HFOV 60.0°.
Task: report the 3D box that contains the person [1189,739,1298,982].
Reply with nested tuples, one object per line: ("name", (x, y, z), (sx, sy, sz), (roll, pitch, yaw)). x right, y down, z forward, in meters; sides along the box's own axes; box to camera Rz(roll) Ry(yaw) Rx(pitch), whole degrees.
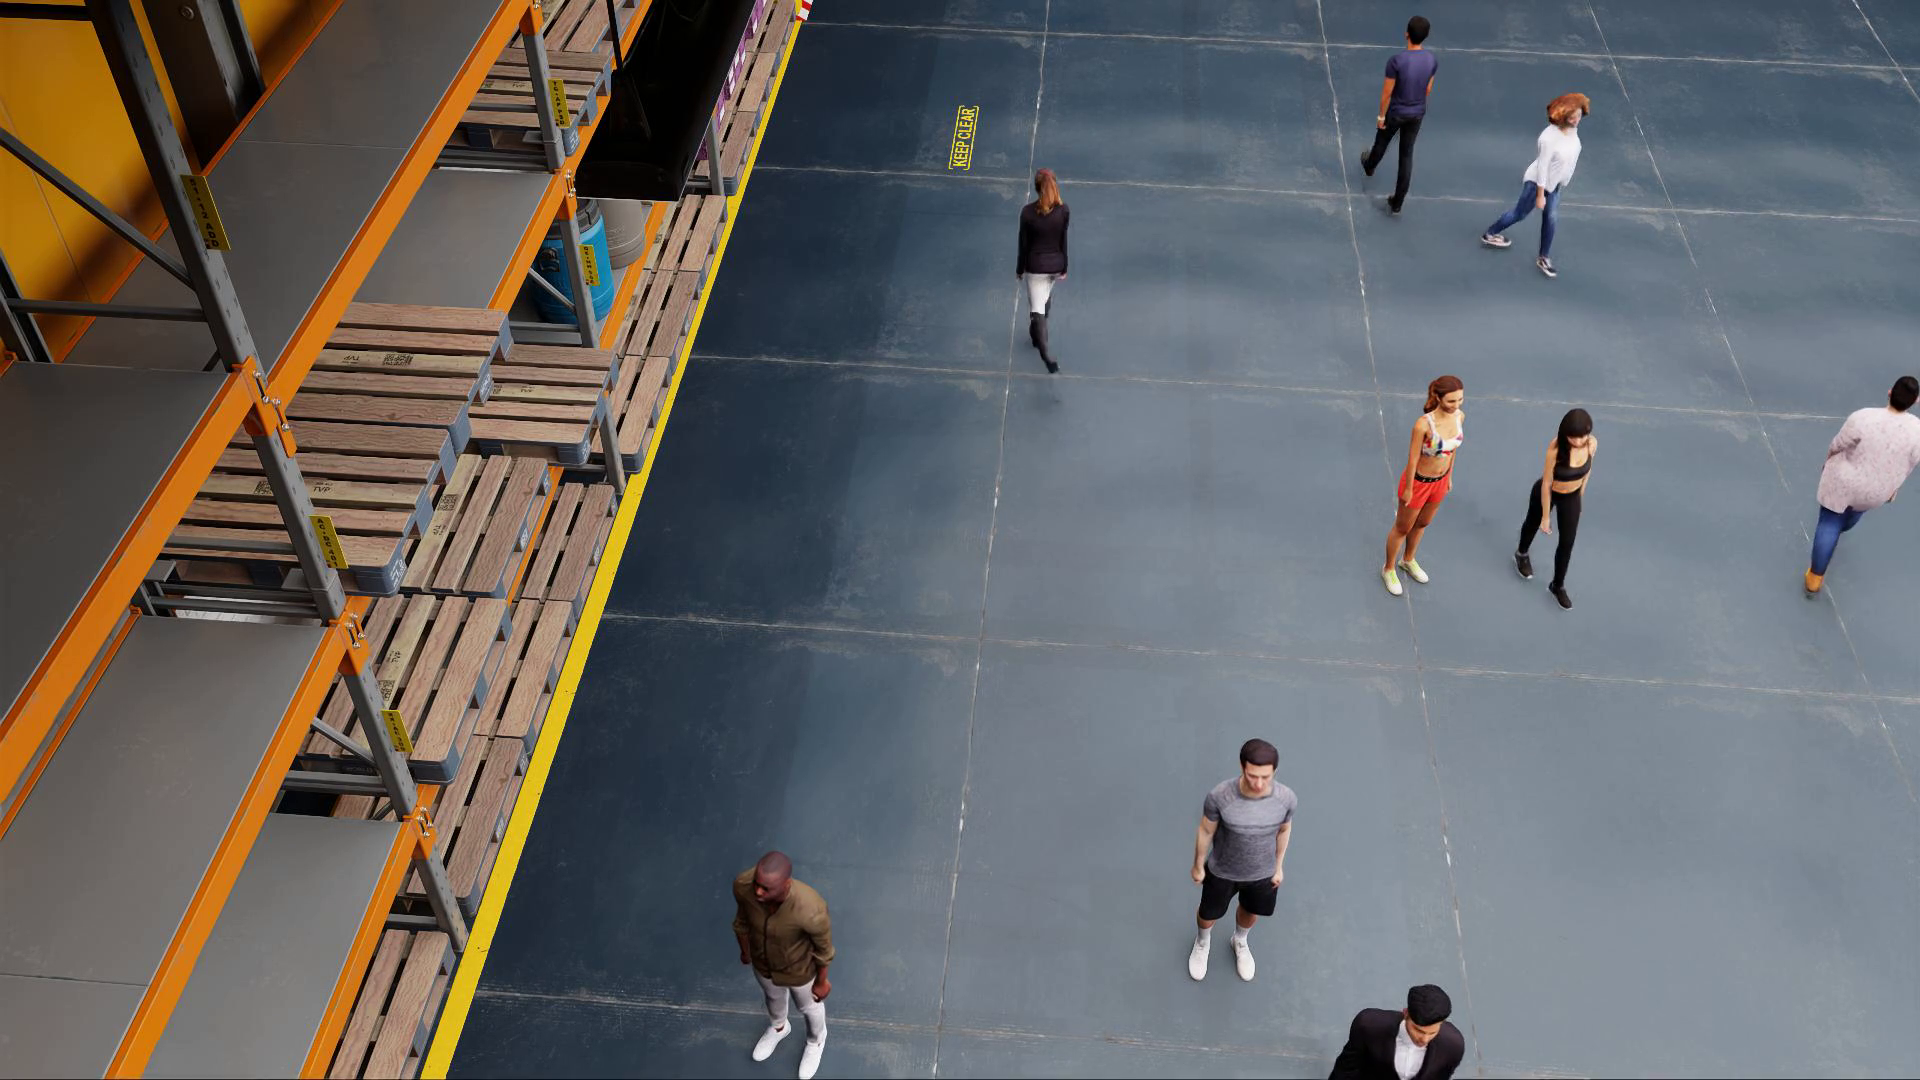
("person", (1.535, 1.736, 9.066), (0.671, 1.871, 0.563), (0, 44, 0))

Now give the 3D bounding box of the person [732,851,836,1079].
("person", (-0.903, 2.173, 8.641), (0.792, 1.825, 0.732), (20, 47, 19))

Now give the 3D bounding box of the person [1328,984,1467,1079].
("person", (2.088, 2.632, 8.130), (0.793, 1.867, 0.942), (9, 44, 10))

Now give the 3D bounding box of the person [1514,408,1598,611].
("person", (4.045, -0.338, 11.436), (0.699, 1.607, 0.926), (-7, 44, -7))

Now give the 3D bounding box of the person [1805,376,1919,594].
("person", (6.161, -0.371, 11.400), (0.893, 1.703, 1.169), (16, 46, 16))

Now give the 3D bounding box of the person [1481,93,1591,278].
("person", (4.967, -3.134, 14.331), (0.988, 1.662, 1.101), (-30, 51, -28))

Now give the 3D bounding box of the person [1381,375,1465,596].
("person", (3.173, -0.398, 11.365), (0.675, 1.792, 0.715), (-20, 47, -19))

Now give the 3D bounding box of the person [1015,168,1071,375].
("person", (0.694, -2.073, 13.193), (0.785, 1.695, 1.165), (-7, 44, -7))

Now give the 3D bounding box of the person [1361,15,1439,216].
("person", (4.012, -3.762, 14.932), (0.749, 1.741, 1.152), (-3, 44, -3))
